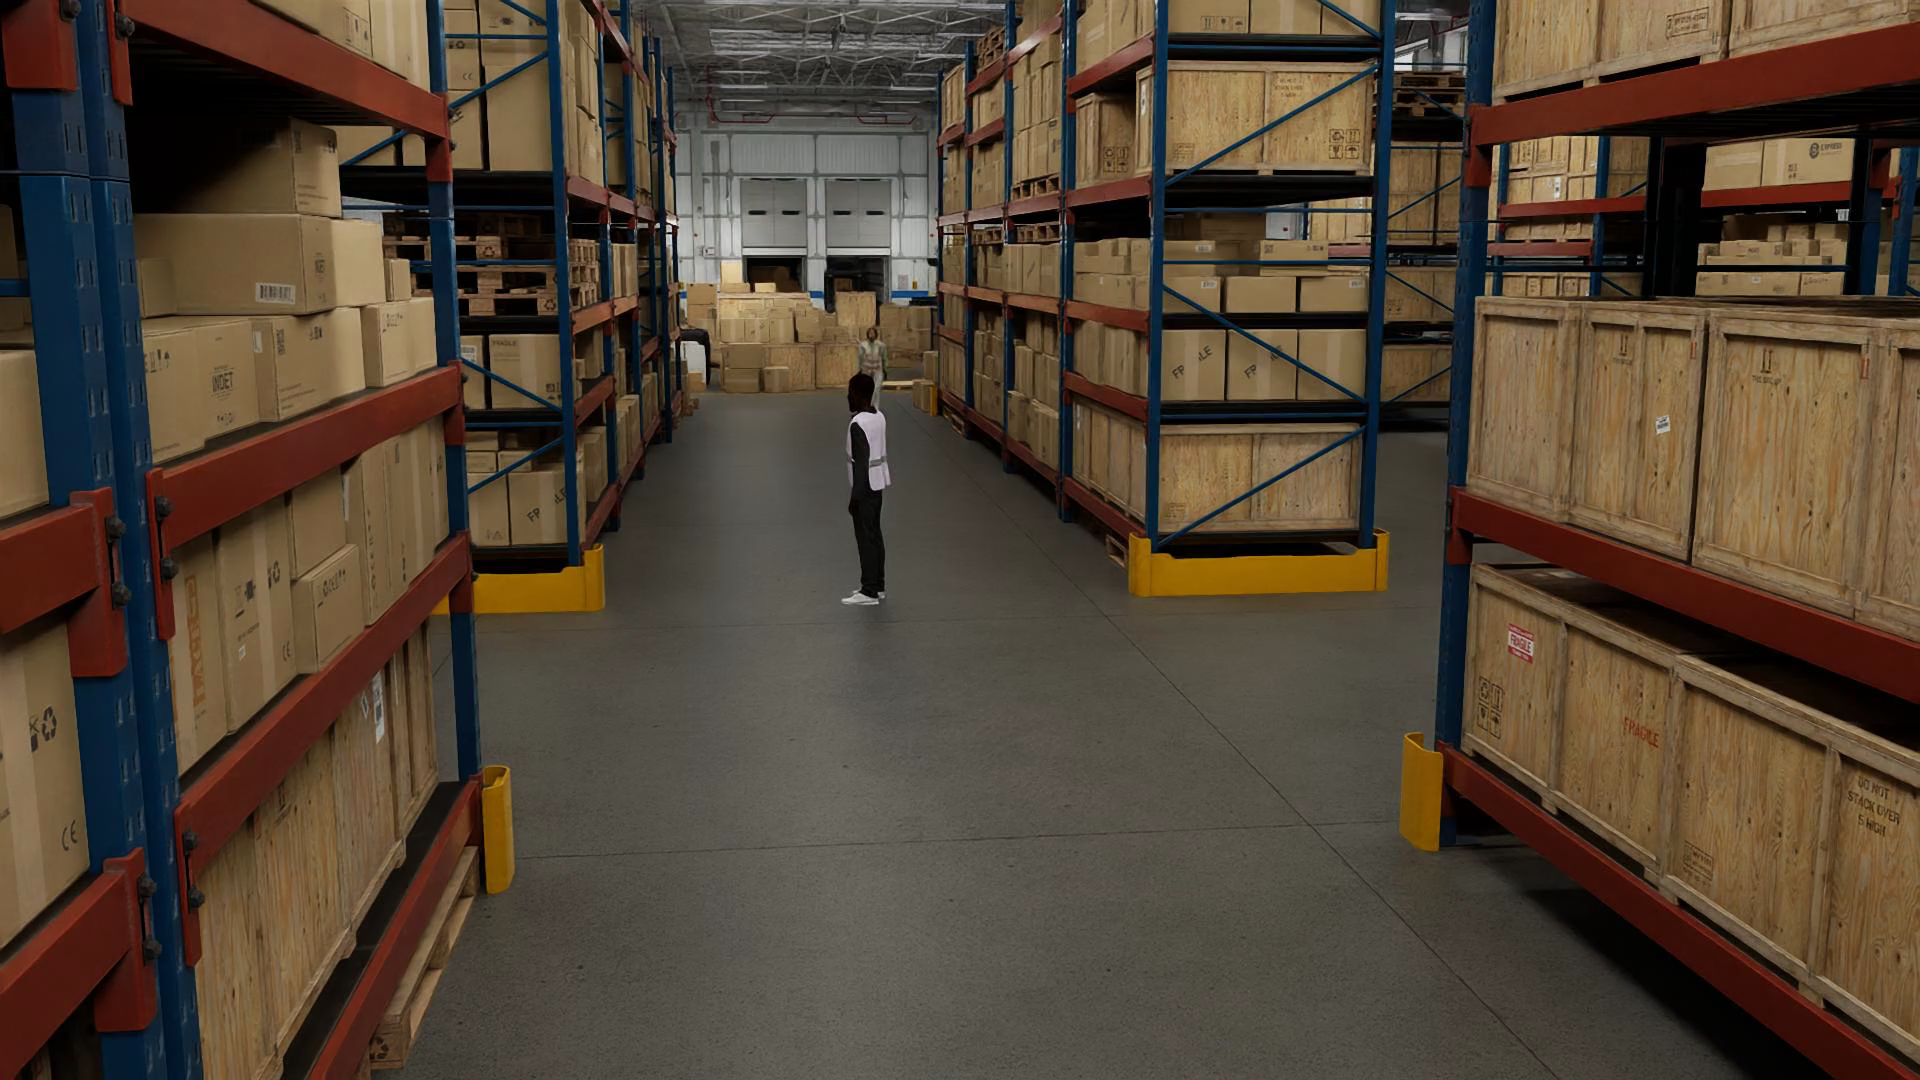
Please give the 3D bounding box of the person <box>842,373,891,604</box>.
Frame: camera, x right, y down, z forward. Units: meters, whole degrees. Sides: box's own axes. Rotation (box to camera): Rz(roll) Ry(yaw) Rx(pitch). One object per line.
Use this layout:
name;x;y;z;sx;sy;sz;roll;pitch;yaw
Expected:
person;-0.776;-0.420;13.808;0.378;1.917;0.597;2;10;12

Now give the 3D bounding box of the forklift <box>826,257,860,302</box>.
forklift;-3.284;-6.565;46.785;1.129;2.768;1.873;-1;10;-7

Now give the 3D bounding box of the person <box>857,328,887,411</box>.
person;-1.569;-2.987;29.694;0.533;1.592;0.855;0;10;1

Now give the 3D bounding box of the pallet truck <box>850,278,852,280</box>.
pallet truck;-3.782;-9.391;65.808;1.885;1.965;0.823;2;10;10
